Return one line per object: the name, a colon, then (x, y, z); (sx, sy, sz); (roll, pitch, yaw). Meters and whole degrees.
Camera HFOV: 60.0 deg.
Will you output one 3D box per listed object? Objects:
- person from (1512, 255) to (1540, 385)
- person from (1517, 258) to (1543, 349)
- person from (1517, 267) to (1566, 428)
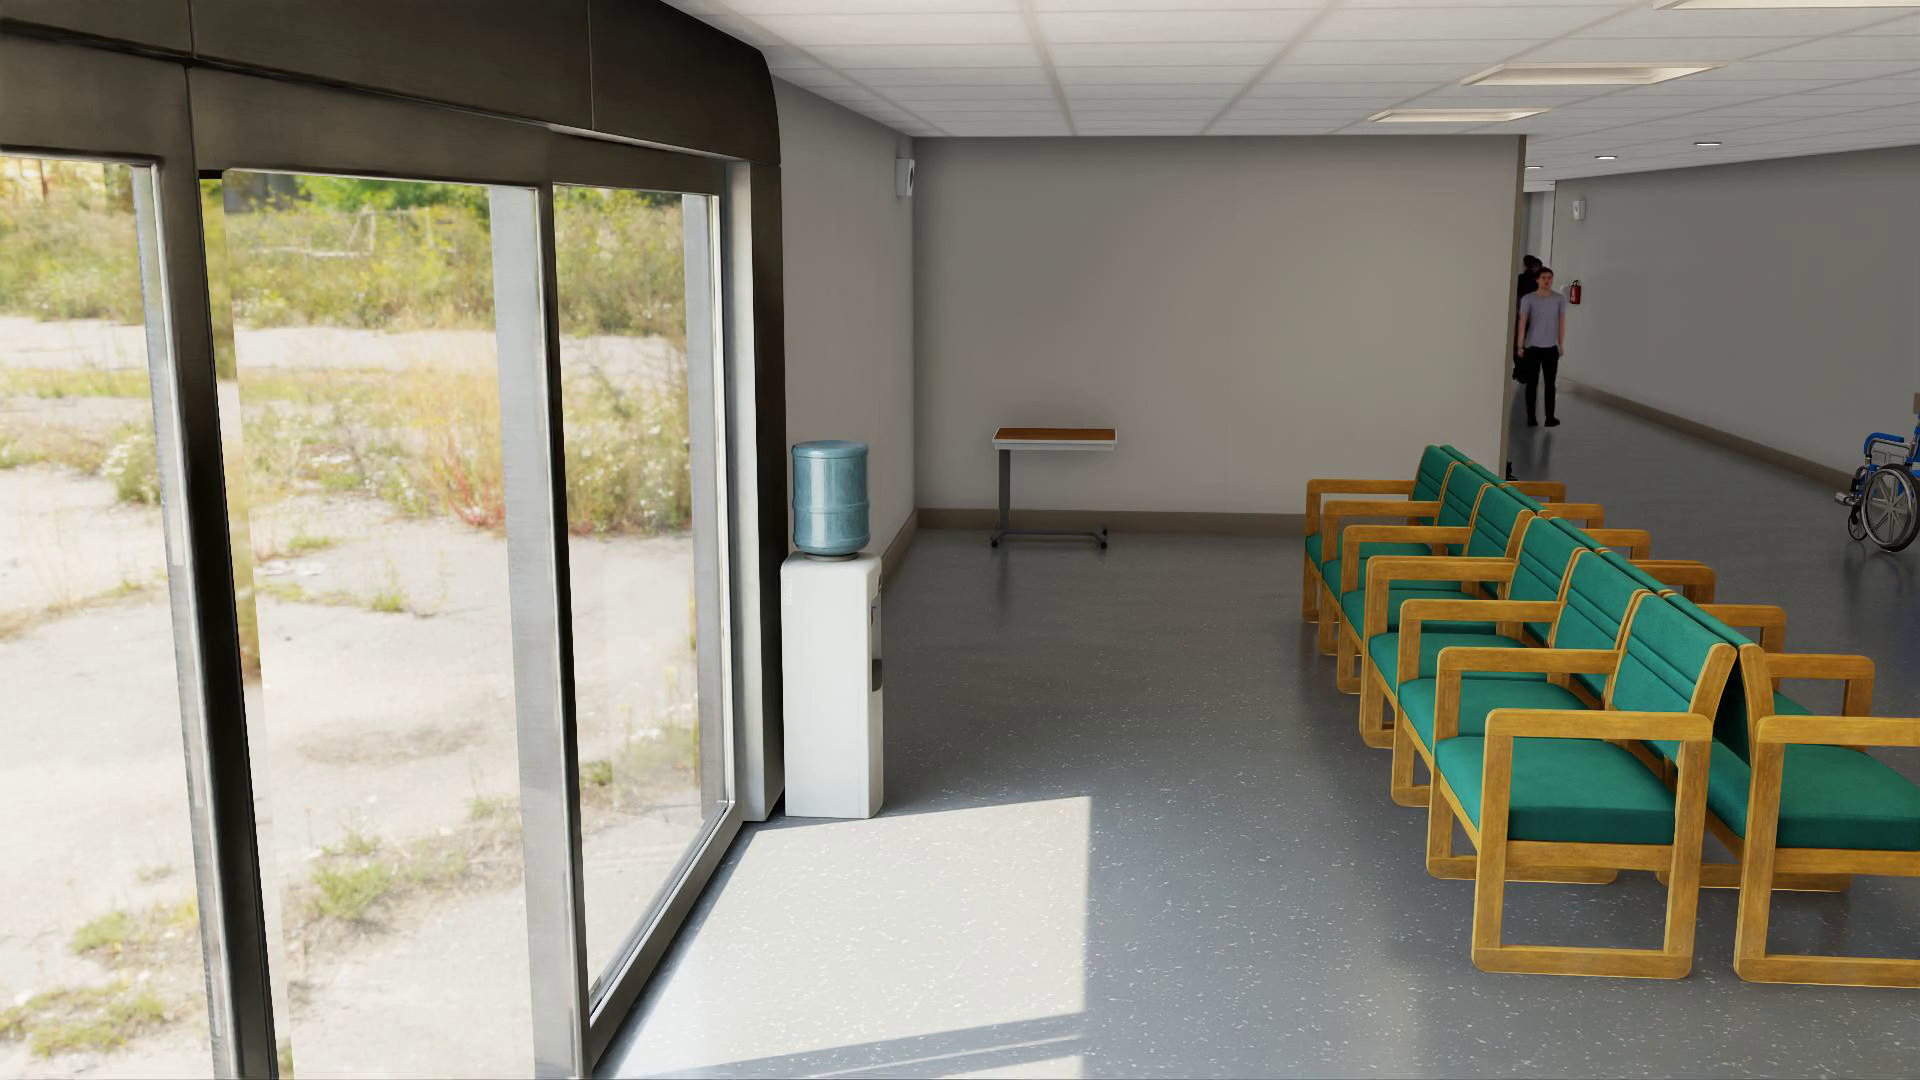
person: (8.348, -3.244, 24.570); (0.774, 1.895, 0.755); (1, 11, 4)
person: (8.880, -3.433, 25.742); (0.706, 1.830, 0.843); (6, 12, 29)
person: (6.755, -2.231, 19.386); (0.959, 1.839, 0.790); (1, 11, 7)
